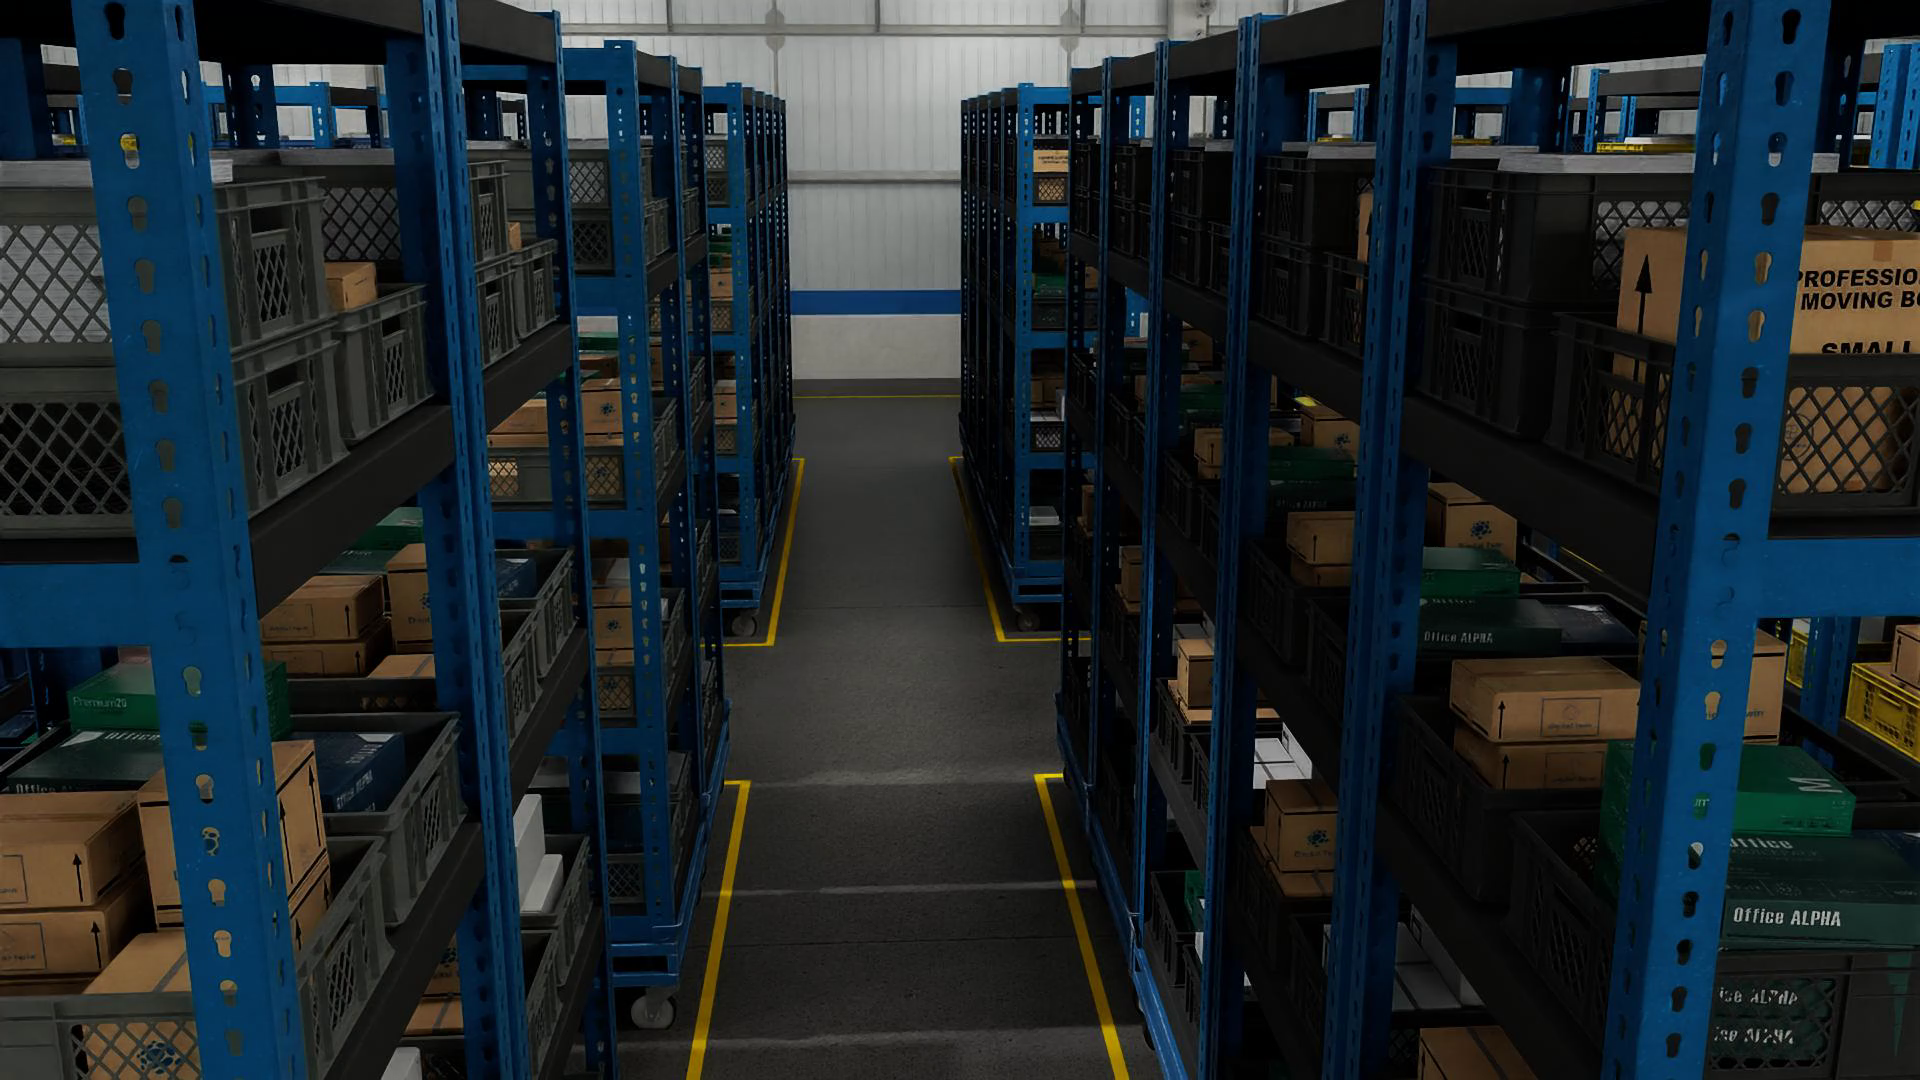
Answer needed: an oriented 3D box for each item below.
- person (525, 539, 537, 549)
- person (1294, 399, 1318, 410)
[{"bbox_3d":[-2.178,0.283,8.629,0.746,1.948,0.674,1,14,3],"label":"person"},{"bbox_3d":[1.931,0.088,9.619,0.591,1.830,0.403,-10,17,-35],"label":"person"}]
